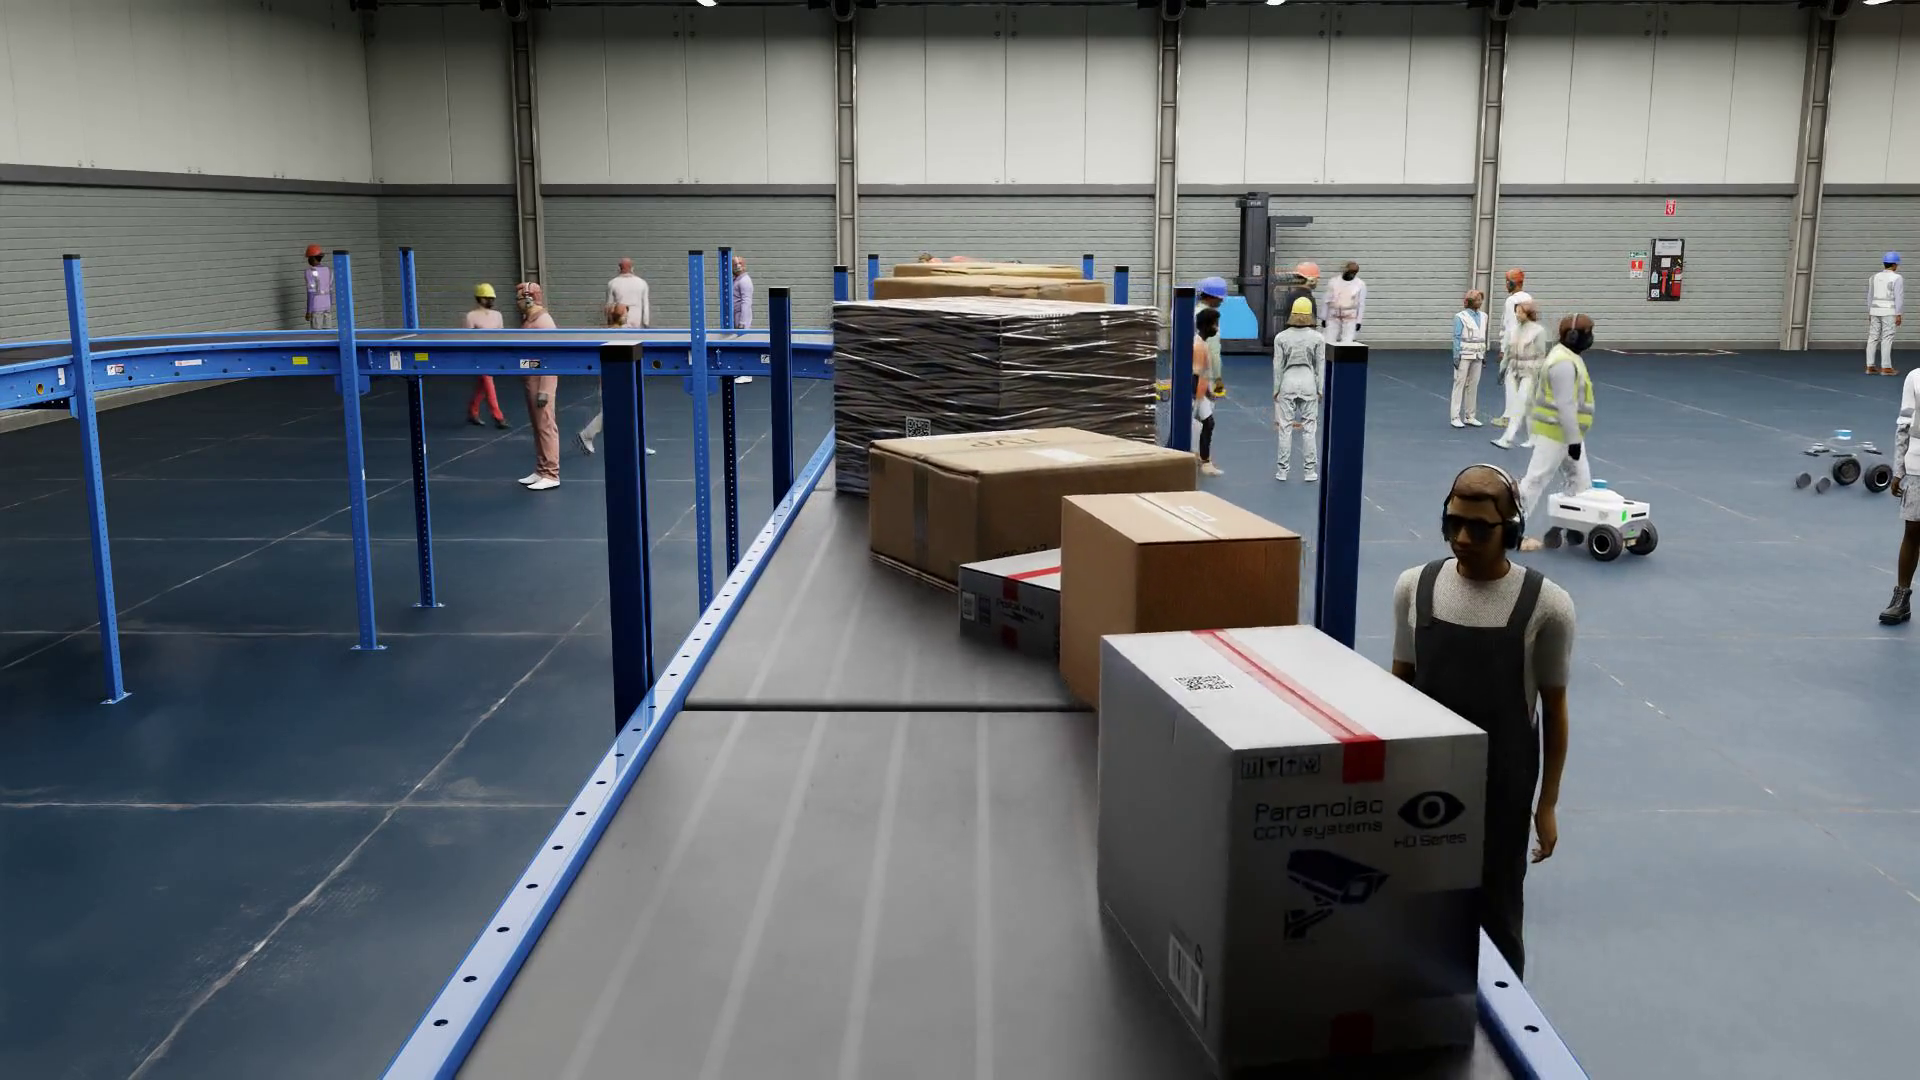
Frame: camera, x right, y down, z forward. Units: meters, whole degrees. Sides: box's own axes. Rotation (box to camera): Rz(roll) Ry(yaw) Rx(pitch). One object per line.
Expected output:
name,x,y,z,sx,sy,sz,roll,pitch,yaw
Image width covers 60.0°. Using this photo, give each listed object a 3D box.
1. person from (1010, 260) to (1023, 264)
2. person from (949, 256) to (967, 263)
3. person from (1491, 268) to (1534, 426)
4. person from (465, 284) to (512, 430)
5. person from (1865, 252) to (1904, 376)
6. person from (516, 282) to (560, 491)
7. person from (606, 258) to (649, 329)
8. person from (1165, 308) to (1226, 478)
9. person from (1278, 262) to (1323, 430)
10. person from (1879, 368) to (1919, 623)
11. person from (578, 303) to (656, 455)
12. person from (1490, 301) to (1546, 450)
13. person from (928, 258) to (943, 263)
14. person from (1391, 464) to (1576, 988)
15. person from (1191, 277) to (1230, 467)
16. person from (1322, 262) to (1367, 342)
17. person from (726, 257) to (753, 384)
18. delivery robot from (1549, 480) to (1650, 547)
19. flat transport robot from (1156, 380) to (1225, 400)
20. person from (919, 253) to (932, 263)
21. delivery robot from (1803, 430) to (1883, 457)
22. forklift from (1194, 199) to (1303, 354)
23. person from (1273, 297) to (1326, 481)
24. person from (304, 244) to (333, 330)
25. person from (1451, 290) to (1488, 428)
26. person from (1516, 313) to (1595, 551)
person,0.758,-3.381,25.623,0.771,1.845,0.524,-6,13,-29
person,-0.071,-2.796,22.251,0.713,1.971,0.660,2,11,11
person,6.676,-2.324,20.066,0.355,1.887,0.573,9,14,40
person,-5.679,-2.202,19.885,0.922,1.719,0.541,7,13,31
person,14.748,-3.610,26.514,0.389,1.949,0.602,-4,12,-20
person,-3.934,-1.425,15.408,0.403,1.904,0.637,-5,12,-23
person,-5.065,-3.353,25.377,0.650,1.883,0.822,-5,12,-24
person,2.247,-1.370,15.779,0.743,1.641,0.549,1,11,7
person,4.092,-2.276,19.602,0.692,1.969,0.637,-3,11,-16
person,5.994,-0.424,10.169,0.543,1.939,0.355,10,15,41
person,-3.646,-1.696,17.544,0.750,1.610,0.526,2,11,8
person,6.032,-1.767,17.949,0.842,1.592,0.546,-4,12,-21
person,-0.341,-2.919,22.991,0.545,1.939,0.354,-11,15,-43
person,1.424,0.694,4.669,0.516,1.842,0.328,7,13,33
person,2.440,-1.685,16.715,0.455,1.913,0.639,-3,11,-15
person,5.977,-3.463,26.159,0.763,1.812,0.432,6,13,29
person,-3.336,-3.329,25.197,0.408,1.903,0.638,-2,11,-13
delivery robot,4.793,-0.210,12.505,0.477,0.478,0.707,-7,13,-32
flat transport robot,2.937,-2.108,23.230,1.431,0.197,0.652,-6,13,-30
person,-0.509,-3.641,26.752,0.625,1.930,0.393,9,14,37
delivery robot,8.184,-0.904,15.398,0.698,0.223,0.335,-2,11,-11
forklift,5.313,-4.851,30.603,1.873,2.768,1.129,0,11,1
person,3.234,-1.439,15.888,0.490,1.744,0.295,2,11,12
person,-10.534,-3.815,27.317,0.365,2.048,0.608,3,11,15
person,6.107,-2.172,19.929,0.525,1.637,0.307,-6,13,-28
person,4.564,-0.791,12.447,0.965,1.790,0.657,5,12,25
